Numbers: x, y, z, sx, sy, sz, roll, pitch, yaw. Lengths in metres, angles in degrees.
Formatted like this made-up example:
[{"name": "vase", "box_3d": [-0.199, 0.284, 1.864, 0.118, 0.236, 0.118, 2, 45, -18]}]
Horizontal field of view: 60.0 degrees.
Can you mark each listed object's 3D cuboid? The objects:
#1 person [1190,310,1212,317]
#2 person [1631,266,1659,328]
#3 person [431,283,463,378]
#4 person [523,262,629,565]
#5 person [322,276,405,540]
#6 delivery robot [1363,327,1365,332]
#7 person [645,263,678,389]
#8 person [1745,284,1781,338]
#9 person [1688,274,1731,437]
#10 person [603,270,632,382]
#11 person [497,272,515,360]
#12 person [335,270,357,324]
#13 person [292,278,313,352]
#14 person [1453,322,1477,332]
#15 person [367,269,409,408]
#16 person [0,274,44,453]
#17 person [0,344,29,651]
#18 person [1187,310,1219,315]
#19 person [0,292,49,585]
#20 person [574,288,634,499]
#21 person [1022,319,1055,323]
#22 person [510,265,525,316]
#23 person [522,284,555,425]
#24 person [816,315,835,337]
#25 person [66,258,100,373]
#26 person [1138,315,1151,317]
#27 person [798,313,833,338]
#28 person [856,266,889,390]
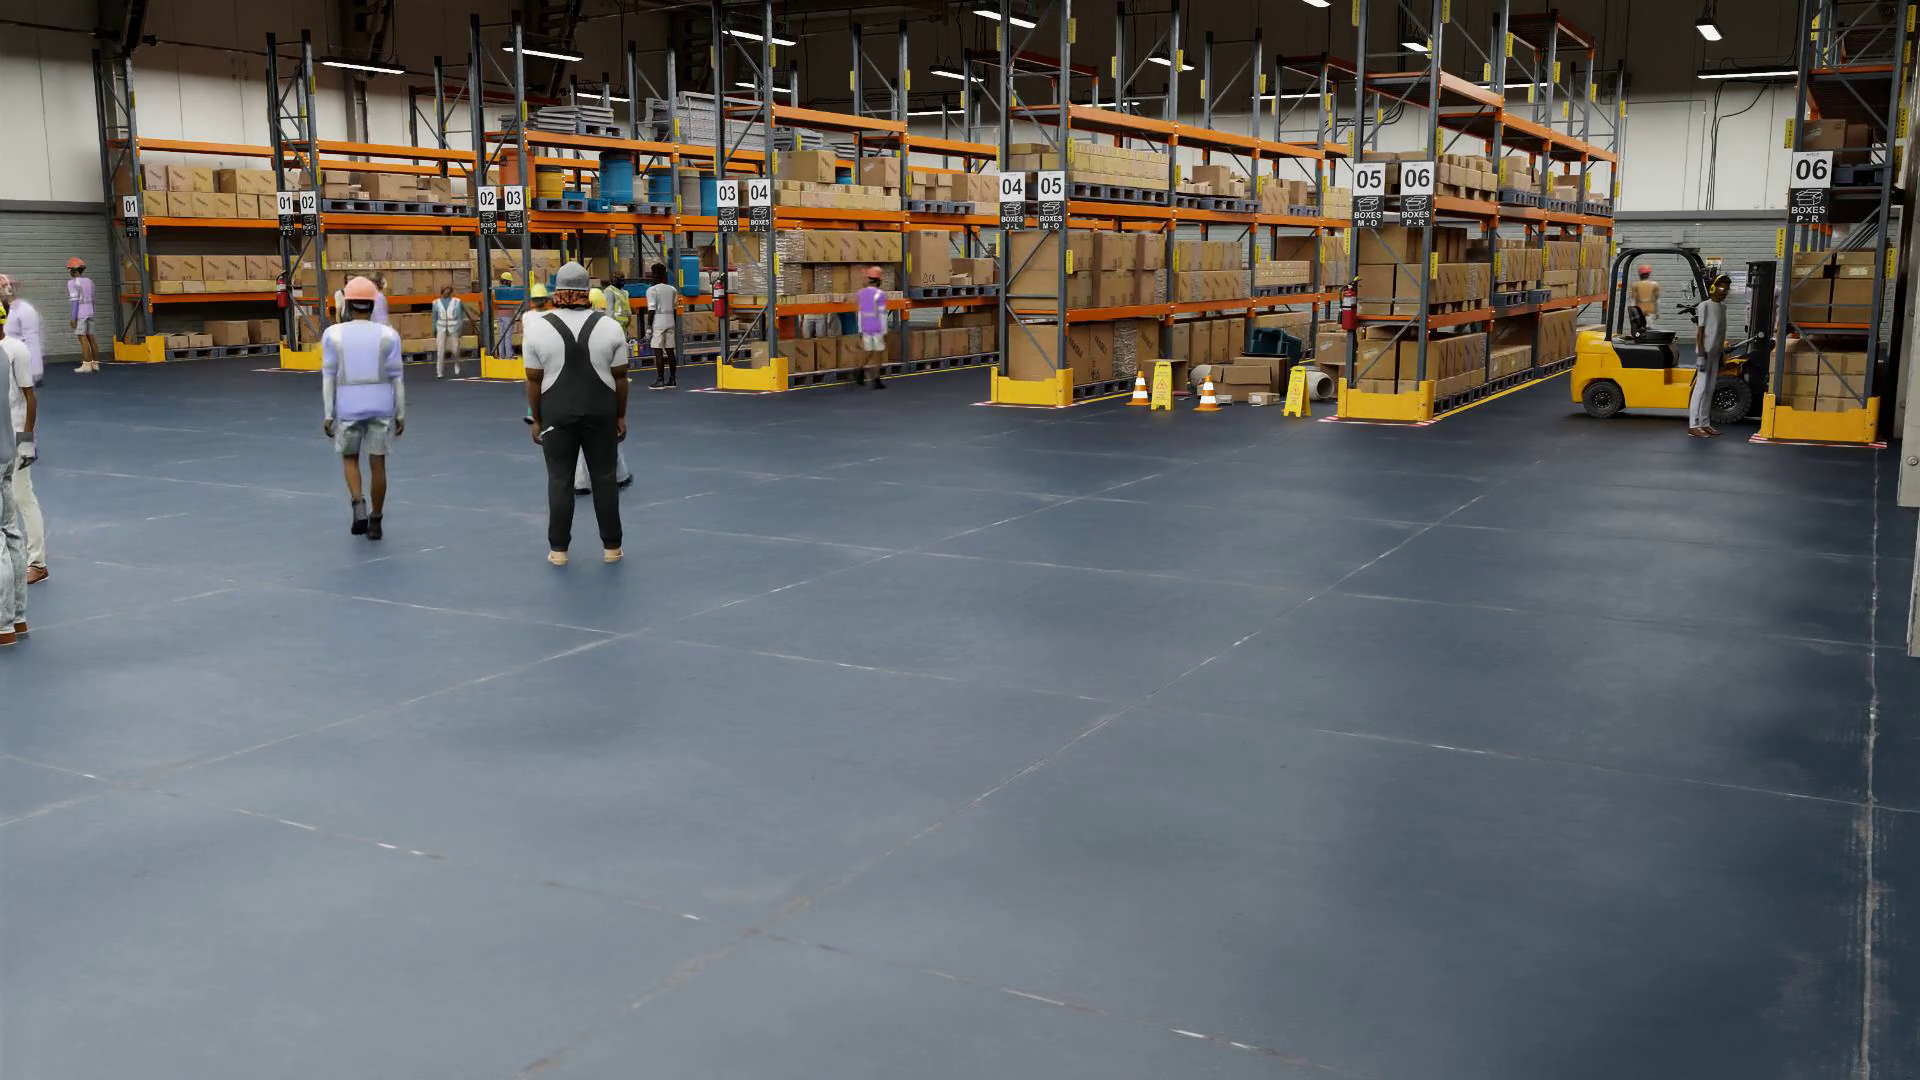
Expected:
[{"name": "person", "box_3d": [5.217, -4.882, 35.798, 0.494, 1.714, 0.833, 7, 12, 36]}, {"name": "person", "box_3d": [14.061, -4.690, 34.179, 0.555, 1.885, 1.035, 4, 11, 23]}, {"name": "person", "box_3d": [-8.768, -3.592, 28.477, 0.548, 1.619, 0.555, -2, 10, -11]}, {"name": "person", "box_3d": [-2.587, -0.855, 11.243, 0.684, 2.000, 0.538, -3, 10, -16]}, {"name": "person", "box_3d": [-4.350, -0.954, 12.161, 0.577, 1.924, 0.400, -3, 10, -19]}, {"name": "delivery robot", "box_3d": [9.170, -4.652, 37.545, 0.707, 0.478, 0.477, -2, 10, -11]}, {"name": "person", "box_3d": [-4.666, -3.334, 25.975, 0.367, 1.967, 0.601, 7, 12, 36]}, {"name": "person", "box_3d": [13.915, -3.794, 28.825, 0.581, 1.918, 0.406, 5, 11, 26]}, {"name": "person", "box_3d": [8.666, -2.121, 19.178, 0.517, 1.865, 0.327, -7, 12, -36]}, {"name": "person", "box_3d": [-5.570, -3.468, 27.125, 0.430, 1.845, 0.620, 2, 10, 11]}, {"name": "person", "box_3d": [-8.783, -4.300, 32.247, 0.524, 1.760, 0.326, 9, 13, 43]}, {"name": "person", "box_3d": [-9.721, -3.383, 26.615, 0.328, 1.844, 0.513, 9, 13, 42]}, {"name": "person", "box_3d": [-13.671, -4.613, 34.468, 0.494, 1.624, 0.279, -1, 10, -7]}, {"name": "person", "box_3d": [10.994, -5.042, 36.299, 0.972, 1.848, 0.661, -4, 10, -20]}, {"name": "person", "box_3d": [-7.922, -2.691, 22.390, 0.844, 1.913, 0.637, -5, 11, -29]}, {"name": "person", "box_3d": [-9.536, -1.702, 16.644, 0.674, 1.887, 0.516, 5, 11, 26]}, {"name": "person", "box_3d": [-5.170, -0.374, 8.746, 0.371, 1.934, 0.627, -2, 10, -13]}, {"name": "person", "box_3d": [5.368, -5.151, 36.907, 0.946, 1.852, 0.675, -8, 13, -39]}, {"name": "person", "box_3d": [-6.041, -0.641, 10.495, 0.515, 1.872, 0.328, 4, 11, 23]}, {"name": "person", "box_3d": [-3.159, -1.278, 14.456, 0.590, 1.787, 0.874, 2, 10, 14]}, {"name": "person", "box_3d": [1.262, -3.545, 27.026, 0.606, 2.035, 0.403, 5, 11, 29]}, {"name": "person", "box_3d": [-9.787, -5.118, 36.666, 0.572, 1.883, 0.354, 5, 11, 29]}, {"name": "person", "box_3d": [-5.115, -2.259, 20.383, 0.540, 1.720, 0.894, 0, 10, 3]}, {"name": "person", "box_3d": [-2.630, -4.176, 31.978, 0.796, 1.585, 0.520, -5, 11, -29]}, {"name": "person", "box_3d": [-15.682, -4.004, 29.674, 0.392, 2.045, 0.608, 1, 10, 7]}, {"name": "person", "box_3d": [3.800, -4.750, 35.053, 0.531, 1.698, 0.320, 7, 12, 34]}, {"name": "person", "box_3d": [-2.564, -3.910, 29.469, 0.629, 1.931, 0.375, 0, 10, -1]}, {"name": "person", "box_3d": [-1.359, -3.276, 25.770, 0.560, 1.918, 0.499, 7, 12, 34]}]
